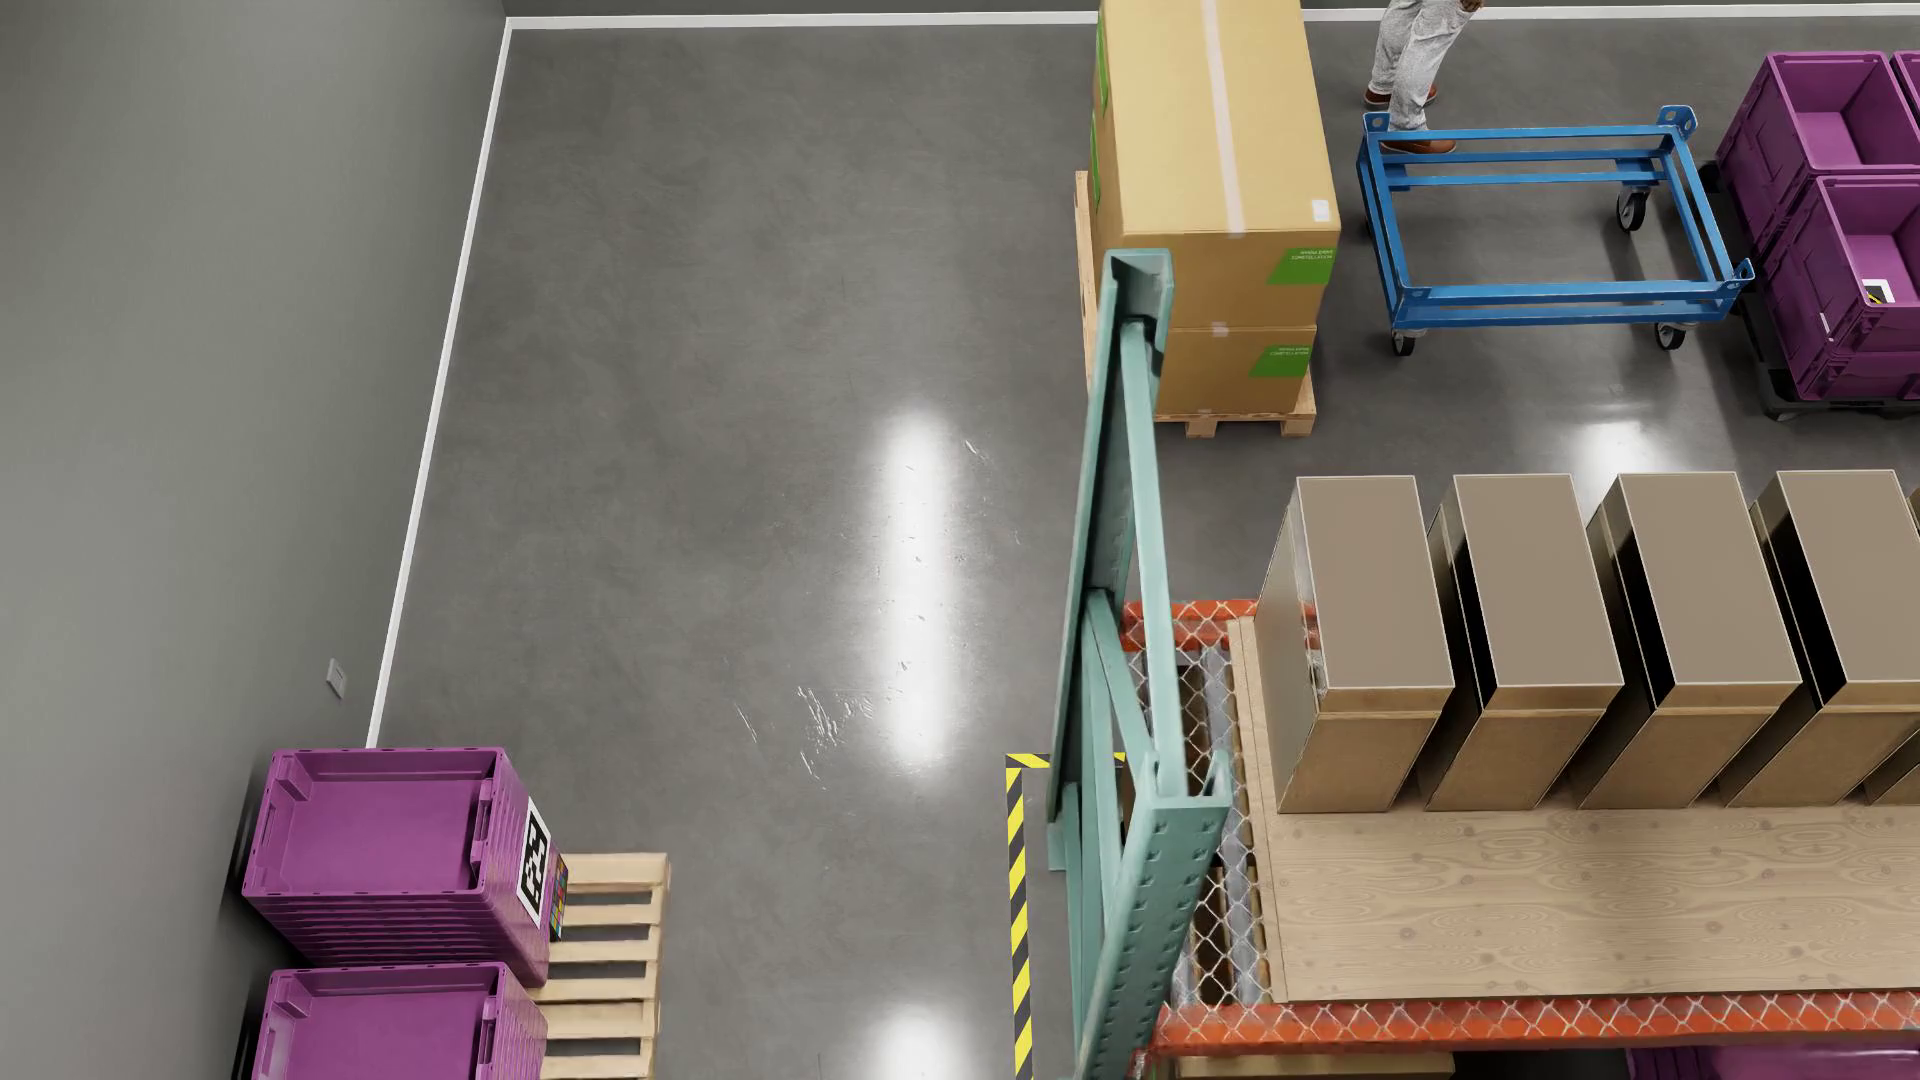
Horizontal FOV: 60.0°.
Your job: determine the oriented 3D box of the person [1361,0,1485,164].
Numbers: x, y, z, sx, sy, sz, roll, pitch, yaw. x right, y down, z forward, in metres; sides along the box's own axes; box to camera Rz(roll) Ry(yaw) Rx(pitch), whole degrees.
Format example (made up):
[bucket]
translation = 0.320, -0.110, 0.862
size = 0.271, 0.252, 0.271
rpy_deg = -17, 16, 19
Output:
[person]
translation = 1.831, -2.240, 6.076
size = 0.354, 1.938, 0.636
rpy_deg = -3, 58, -2
